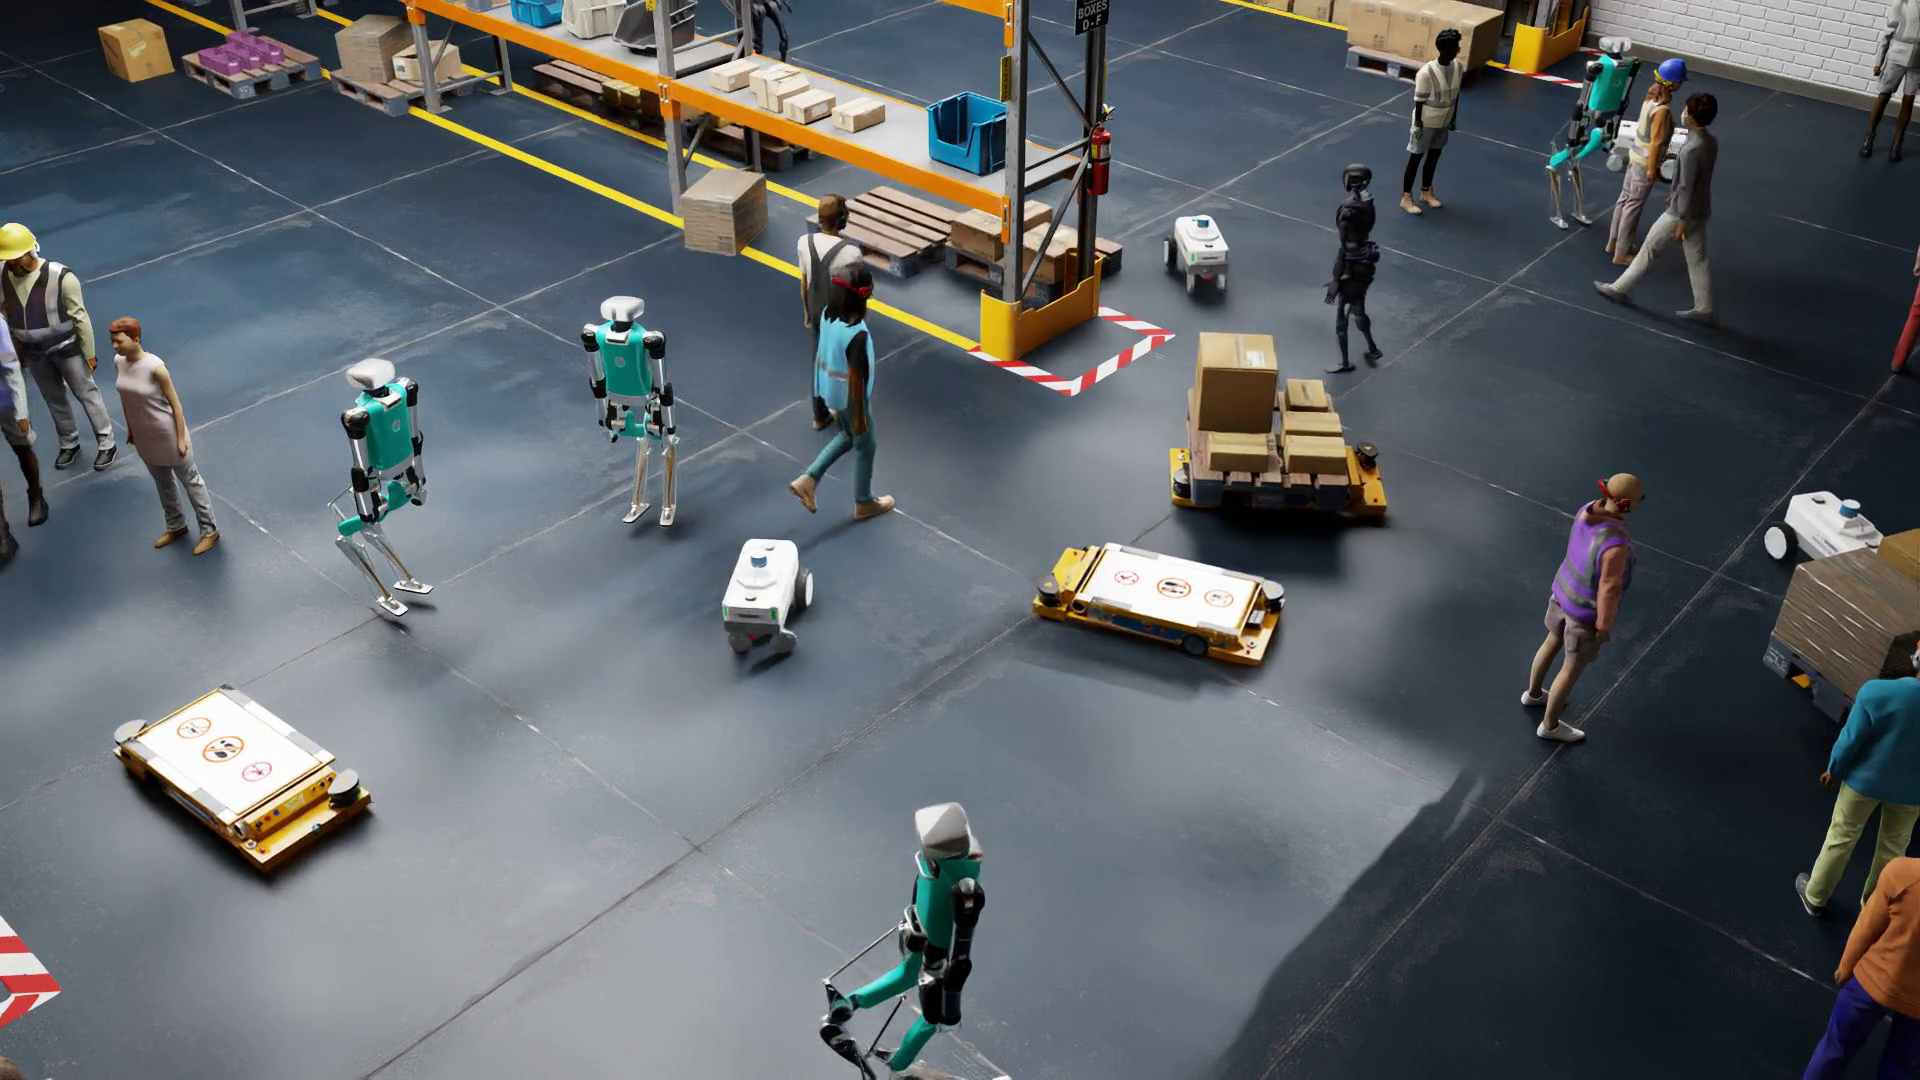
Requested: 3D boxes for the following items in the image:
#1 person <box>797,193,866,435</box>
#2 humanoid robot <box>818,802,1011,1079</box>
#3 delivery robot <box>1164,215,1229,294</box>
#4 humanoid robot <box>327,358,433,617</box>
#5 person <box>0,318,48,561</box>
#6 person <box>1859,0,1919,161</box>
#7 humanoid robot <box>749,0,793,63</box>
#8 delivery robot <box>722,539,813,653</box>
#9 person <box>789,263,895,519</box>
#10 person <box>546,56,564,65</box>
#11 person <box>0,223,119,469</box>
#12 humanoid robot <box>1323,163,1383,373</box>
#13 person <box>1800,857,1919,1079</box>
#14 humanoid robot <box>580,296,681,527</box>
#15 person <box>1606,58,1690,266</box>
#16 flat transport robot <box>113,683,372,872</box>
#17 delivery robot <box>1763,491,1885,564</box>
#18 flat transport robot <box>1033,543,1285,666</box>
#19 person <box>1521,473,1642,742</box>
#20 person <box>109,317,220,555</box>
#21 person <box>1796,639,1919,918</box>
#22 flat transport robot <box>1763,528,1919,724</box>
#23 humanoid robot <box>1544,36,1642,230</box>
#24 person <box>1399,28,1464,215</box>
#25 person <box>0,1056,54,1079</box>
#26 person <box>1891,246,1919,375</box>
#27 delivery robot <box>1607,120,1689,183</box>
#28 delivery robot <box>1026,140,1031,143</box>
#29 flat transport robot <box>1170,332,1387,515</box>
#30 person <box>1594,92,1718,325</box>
[{"bbox_3d":[-0.880,-1.559,11.693,0.505,1.837,0.359,16,38,22],"label":"person"},{"bbox_3d":[-0.237,1.823,6.881,0.940,1.763,0.545,-10,36,-14],"label":"humanoid robot"},{"bbox_3d":[2.044,-2.478,14.127,0.499,0.571,0.756,-3,35,-4],"label":"delivery robot"},{"bbox_3d":[-3.529,-0.350,9.911,0.735,1.673,0.533,16,38,22],"label":"humanoid robot"},{"bbox_3d":[-6.160,-0.788,10.516,0.555,1.893,0.885,-12,36,-17],"label":"person"},{"bbox_3d":[9.150,-4.633,16.070,0.546,1.924,0.386,13,37,18],"label":"person"},{"bbox_3d":[-2.087,-5.849,18.052,0.597,1.640,0.557,-29,44,-35],"label":"humanoid robot"},{"bbox_3d":[-1.186,0.308,10.115,0.525,0.597,0.769,4,35,5],"label":"delivery robot"},{"bbox_3d":[-0.772,-0.915,10.744,0.622,1.849,0.550,-18,38,-24],"label":"person"},{"bbox_3d":[-4.575,-6.112,18.369,0.341,1.744,0.555,-6,35,-9],"label":"person"},{"bbox_3d":[-6.199,-1.317,11.355,0.590,1.825,0.403,2,35,3],"label":"person"},{"bbox_3d":[3.025,-2.035,12.525,0.460,1.647,0.606,20,39,26],"label":"humanoid robot"},{"bbox_3d":[3.834,1.791,6.722,0.515,1.973,0.401,19,39,25],"label":"person"},{"bbox_3d":[-2.014,-0.888,10.687,0.533,1.677,0.735,7,35,9],"label":"humanoid robot"},{"bbox_3d":[5.851,-3.216,14.141,0.326,1.777,0.463,5,35,7],"label":"person"},{"bbox_3d":[-3.909,1.243,9.009,1.431,0.231,0.659,24,41,30],"label":"flat transport robot"},{"bbox_3d":[5.554,0.010,10.539,0.499,0.589,0.785,-8,35,-11],"label":"delivery robot"},{"bbox_3d":[1.232,0.369,10.275,1.431,0.231,0.659,13,37,18],"label":"flat transport robot"},{"bbox_3d":[3.397,0.355,9.048,0.354,1.684,0.486,-2,35,-2],"label":"person"},{"bbox_3d":[-5.079,-0.659,10.537,0.451,1.661,0.283,11,36,15],"label":"person"},{"bbox_3d":[4.415,1.109,7.895,0.573,1.749,0.335,10,36,14],"label":"person"},{"bbox_3d":[5.375,0.960,9.420,0.659,0.231,1.431,-12,36,-17],"label":"flat transport robot"},{"bbox_3d":[5.521,-3.664,14.770,0.532,1.736,0.662,-11,36,-16],"label":"humanoid robot"},{"bbox_3d":[4.281,-3.787,15.041,0.532,1.693,0.320,-19,39,-25],"label":"person"},{"bbox_3d":[-3.280,2.440,6.048,0.342,1.659,0.485,13,37,18],"label":"person"},{"bbox_3d":[7.418,-2.022,12.423,0.531,1.765,0.329,25,42,32],"label":"person"},{"bbox_3d":[6.709,-3.807,16.090,0.811,0.613,0.499,14,37,20],"label":"delivery robot"},{"bbox_3d":[0.446,-3.691,15.899,0.499,0.587,0.789,-21,40,-27],"label":"delivery robot"},{"bbox_3d":[2.177,-0.450,11.463,1.431,0.231,0.659,3,35,4],"label":"flat transport robot"},{"bbox_3d":[5.769,-2.651,13.272,0.569,1.835,0.994,-26,42,-33],"label":"person"}]
